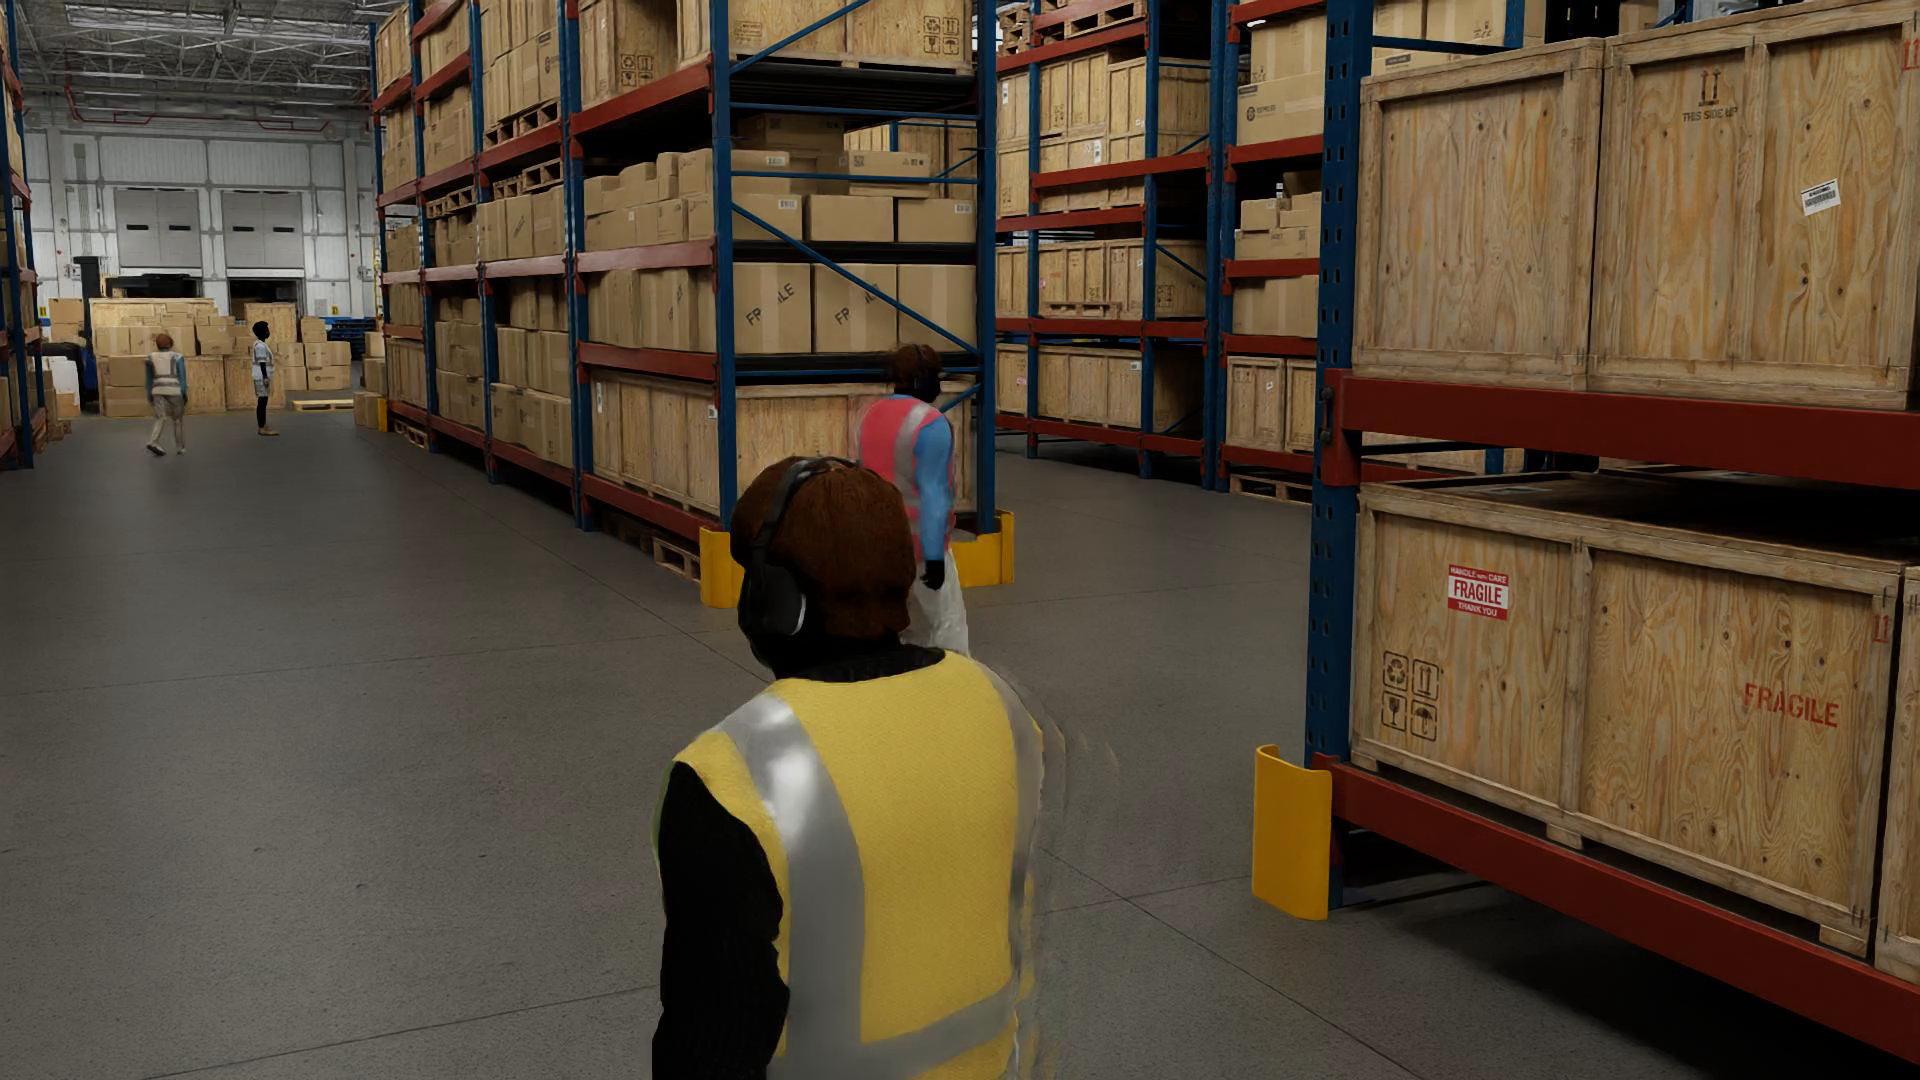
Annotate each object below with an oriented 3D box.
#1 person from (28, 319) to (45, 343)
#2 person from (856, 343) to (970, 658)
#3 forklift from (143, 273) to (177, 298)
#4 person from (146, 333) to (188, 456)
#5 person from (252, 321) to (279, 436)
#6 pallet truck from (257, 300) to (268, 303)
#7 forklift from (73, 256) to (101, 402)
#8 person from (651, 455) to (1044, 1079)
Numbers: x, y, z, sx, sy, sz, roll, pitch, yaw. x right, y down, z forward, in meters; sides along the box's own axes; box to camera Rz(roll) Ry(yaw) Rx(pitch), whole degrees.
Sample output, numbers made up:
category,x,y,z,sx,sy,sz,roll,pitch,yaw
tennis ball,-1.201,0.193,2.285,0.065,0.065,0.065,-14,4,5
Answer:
category,x,y,z,sx,sy,sz,roll,pitch,yaw
person,-17.747,-3.426,31.911,0.861,1.657,0.539,-8,11,-43
person,-0.143,0.014,7.632,0.853,1.810,0.664,-6,10,-37
forklift,-25.232,-7.037,52.614,1.873,2.768,1.129,8,11,43
person,-10.247,-1.874,21.428,0.552,1.596,0.758,-1,8,-6
person,-10.301,-2.385,24.600,0.319,1.696,0.532,-4,9,-26
pallet truck,-23.913,-7.404,58.171,1.885,1.965,0.823,-1,8,-9
forklift,-16.619,-4.031,31.885,1.873,2.768,1.129,-4,9,-26
person,-0.154,0.806,2.139,0.433,1.832,0.624,8,11,43
